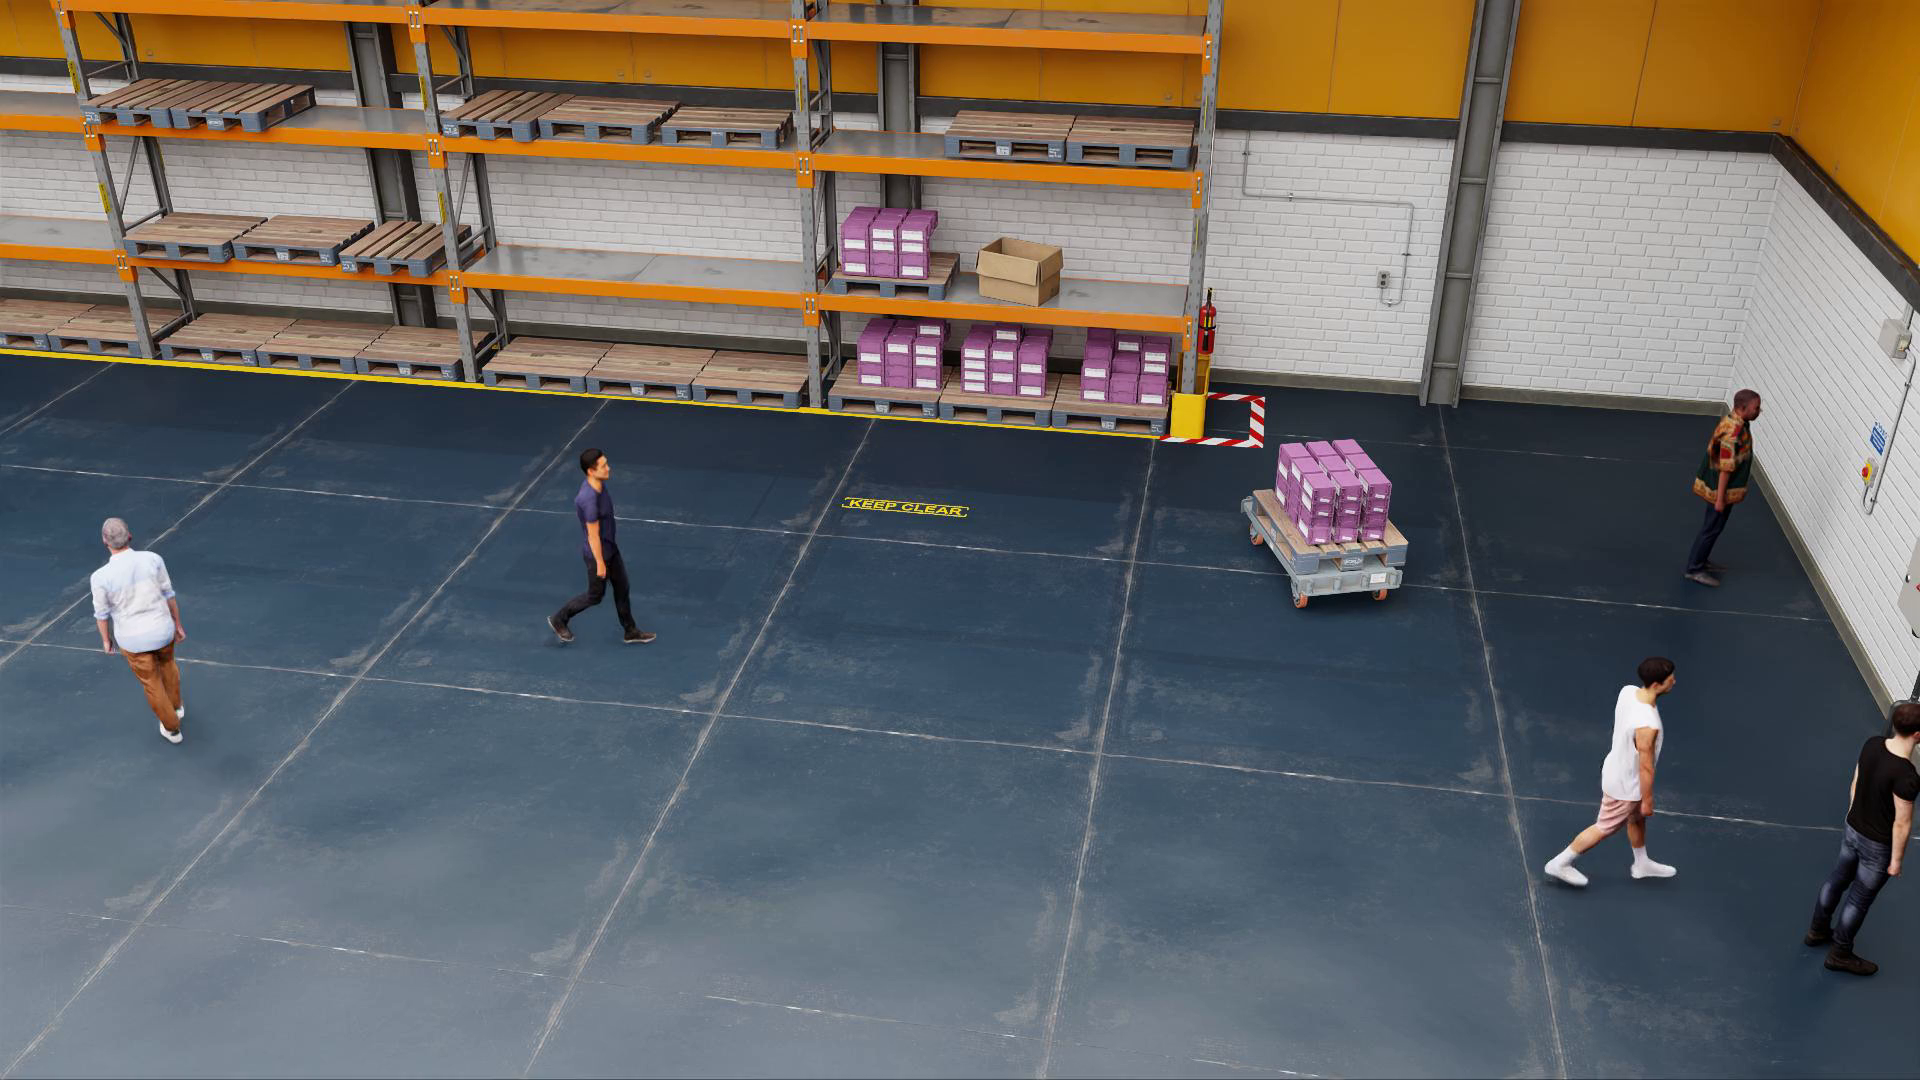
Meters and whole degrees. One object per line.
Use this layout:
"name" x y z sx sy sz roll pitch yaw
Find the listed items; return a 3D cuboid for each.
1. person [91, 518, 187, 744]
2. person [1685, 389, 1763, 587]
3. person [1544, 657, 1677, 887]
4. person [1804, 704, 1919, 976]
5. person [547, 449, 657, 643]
"person" -5.987 0.710 12.286 0.919 1.809 0.982 -24 37 -36
"person" 6.623 -0.479 14.470 0.801 1.804 0.790 18 33 30
"person" 4.253 1.547 10.815 1.079 1.747 0.636 5 29 9
"person" 5.587 1.803 10.191 0.652 1.895 0.739 -2 29 -4
"person" -2.996 0.097 13.453 1.126 1.766 0.734 1 29 2
